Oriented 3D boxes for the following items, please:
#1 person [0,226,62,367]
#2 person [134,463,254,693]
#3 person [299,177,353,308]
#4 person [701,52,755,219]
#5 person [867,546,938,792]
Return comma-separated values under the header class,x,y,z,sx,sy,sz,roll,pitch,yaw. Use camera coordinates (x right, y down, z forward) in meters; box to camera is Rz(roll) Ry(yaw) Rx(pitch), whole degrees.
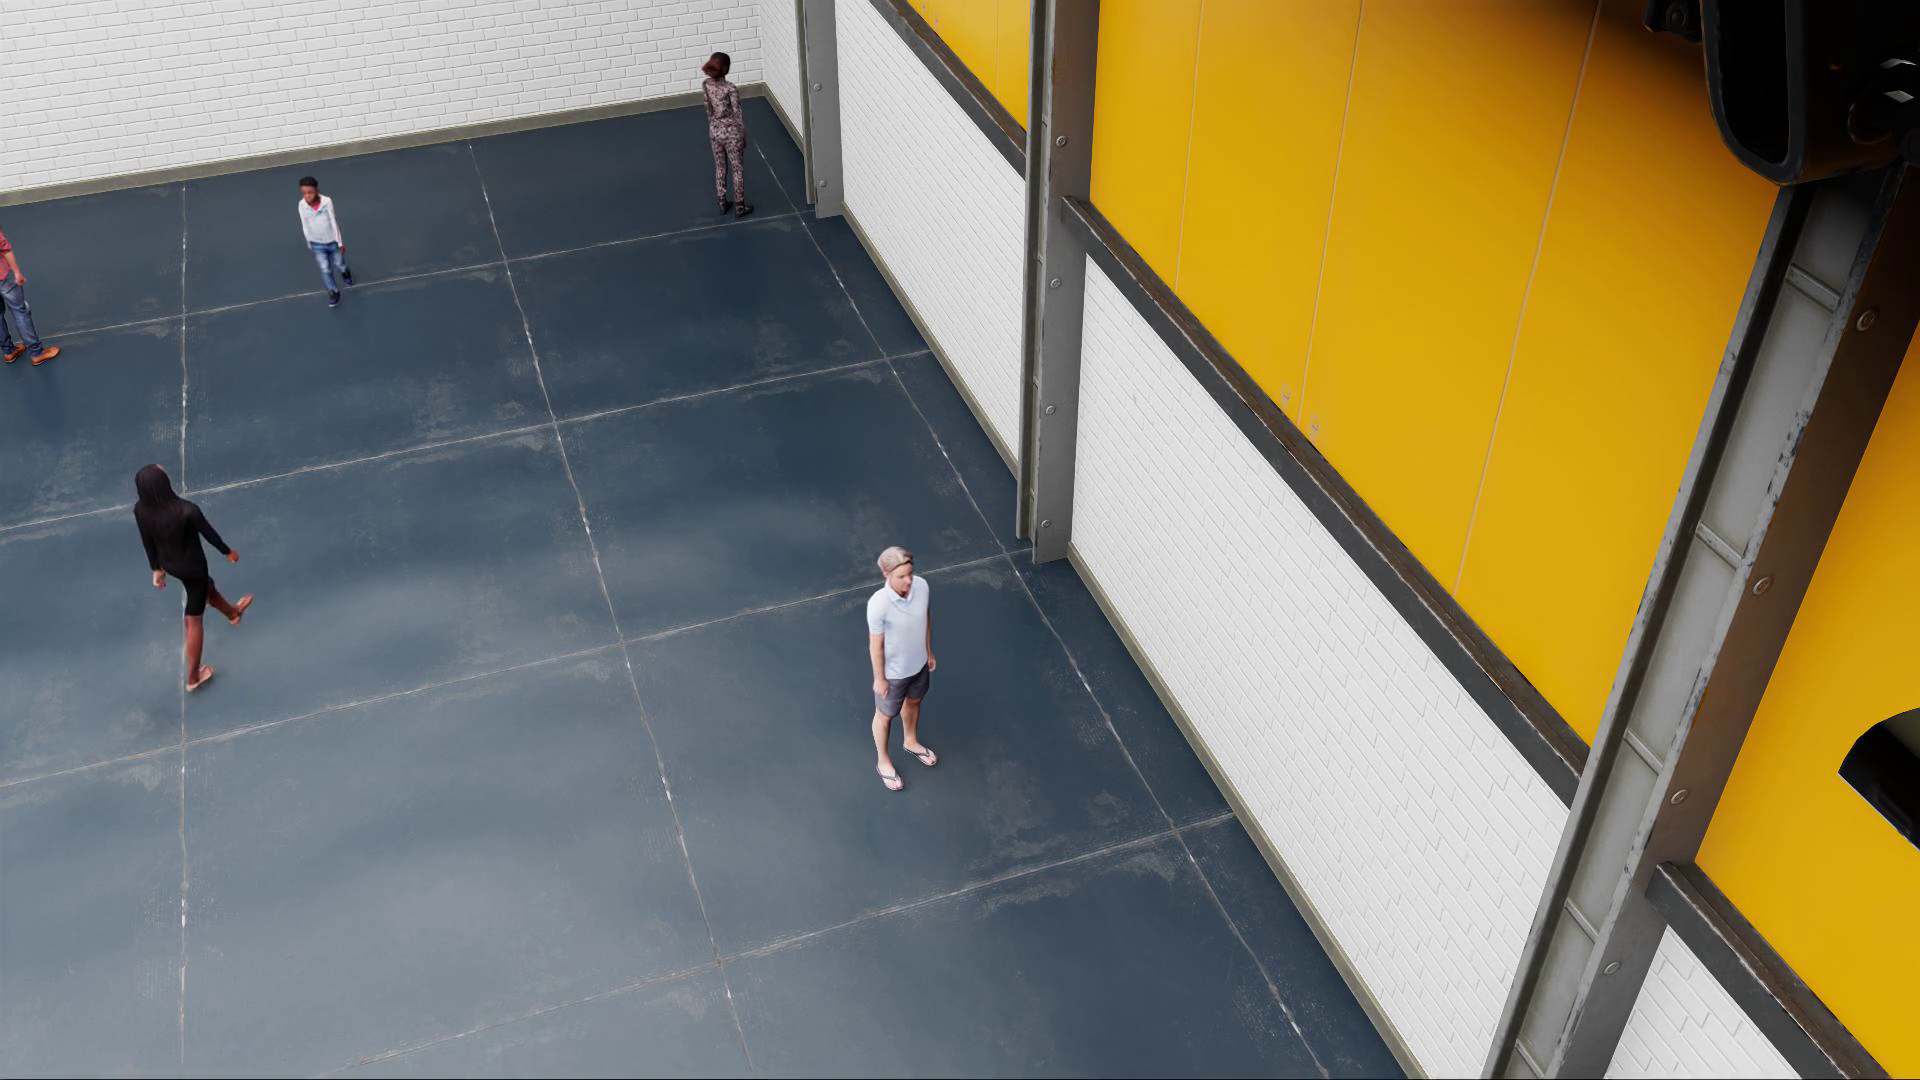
class,x,y,z,sx,sy,sz,roll,pitch,yaw
person,-8.474,-2.376,14.551,0.764,1.831,0.749,7,39,8
person,-5.324,0.271,11.367,1.060,1.668,1.243,9,40,12
person,-5.947,-2.845,15.606,0.575,1.247,0.772,-5,39,-6
person,-2.365,-4.092,16.790,0.661,1.717,0.728,18,42,21
person,-0.386,0.774,10.605,0.727,1.832,0.705,-31,48,-33
